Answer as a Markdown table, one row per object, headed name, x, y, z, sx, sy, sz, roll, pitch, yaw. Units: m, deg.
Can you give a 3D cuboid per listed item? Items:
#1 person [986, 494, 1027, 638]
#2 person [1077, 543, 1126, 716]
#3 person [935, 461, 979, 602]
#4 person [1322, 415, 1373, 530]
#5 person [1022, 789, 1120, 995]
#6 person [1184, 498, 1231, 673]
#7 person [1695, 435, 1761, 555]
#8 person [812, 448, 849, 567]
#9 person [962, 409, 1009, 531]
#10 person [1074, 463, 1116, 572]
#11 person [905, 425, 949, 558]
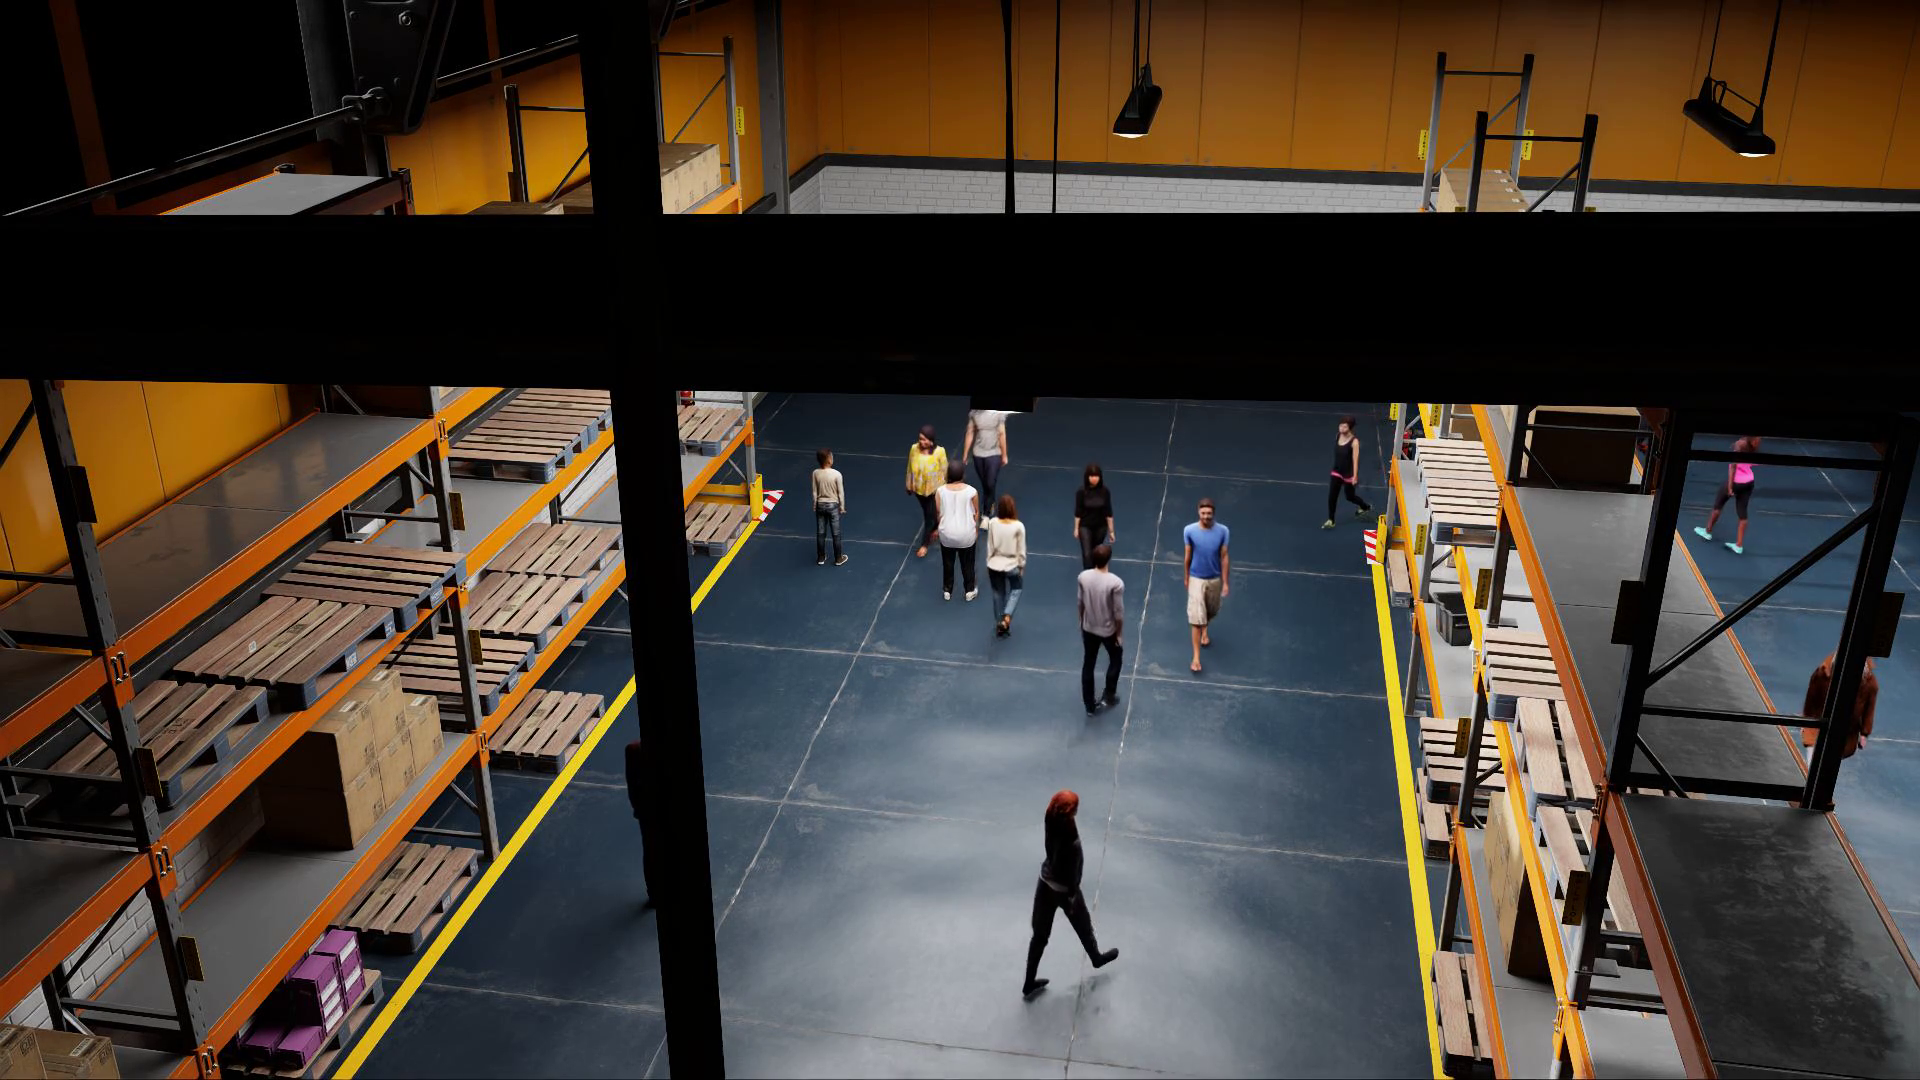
| name | x | y | z | sx | sy | sz | roll | pitch | yaw |
| --- | --- | --- | --- | --- | --- | --- | --- | --- | --- |
| person | 0.463 | 0.320 | 18.119 | 0.684 | 1.669 | 0.736 | 8 | 25 | 19 |
| person | 1.354 | 0.922 | 16.543 | 0.777 | 1.830 | 0.781 | 12 | 26 | 25 |
| person | -0.029 | -0.116 | 19.095 | 0.643 | 1.687 | 0.596 | 5 | 24 | 11 |
| person | 4.925 | -0.871 | 21.035 | 1.004 | 1.516 | 0.950 | -13 | 27 | -28 |
| person | 0.681 | 2.702 | 12.588 | 1.128 | 1.734 | 1.042 | -18 | 29 | -35 |
| person | 2.627 | 0.381 | 17.782 | 0.773 | 1.828 | 1.250 | 1 | 24 | 2 |
| person | 9.574 | -0.646 | 20.294 | 0.811 | 1.698 | 0.991 | -7 | 25 | -16 |
| person | -1.594 | -0.396 | 20.014 | 0.540 | 1.464 | 0.502 | 5 | 24 | 11 |
| person | 0.372 | -1.115 | 21.163 | 0.811 | 1.860 | 1.111 | 8 | 25 | 18 |
| person | 1.529 | -0.156 | 19.279 | 0.782 | 1.613 | 1.074 | -3 | 24 | -7 |
| person | -0.351 | -0.643 | 20.403 | 0.887 | 1.605 | 1.137 | 11 | 26 | 24 |
